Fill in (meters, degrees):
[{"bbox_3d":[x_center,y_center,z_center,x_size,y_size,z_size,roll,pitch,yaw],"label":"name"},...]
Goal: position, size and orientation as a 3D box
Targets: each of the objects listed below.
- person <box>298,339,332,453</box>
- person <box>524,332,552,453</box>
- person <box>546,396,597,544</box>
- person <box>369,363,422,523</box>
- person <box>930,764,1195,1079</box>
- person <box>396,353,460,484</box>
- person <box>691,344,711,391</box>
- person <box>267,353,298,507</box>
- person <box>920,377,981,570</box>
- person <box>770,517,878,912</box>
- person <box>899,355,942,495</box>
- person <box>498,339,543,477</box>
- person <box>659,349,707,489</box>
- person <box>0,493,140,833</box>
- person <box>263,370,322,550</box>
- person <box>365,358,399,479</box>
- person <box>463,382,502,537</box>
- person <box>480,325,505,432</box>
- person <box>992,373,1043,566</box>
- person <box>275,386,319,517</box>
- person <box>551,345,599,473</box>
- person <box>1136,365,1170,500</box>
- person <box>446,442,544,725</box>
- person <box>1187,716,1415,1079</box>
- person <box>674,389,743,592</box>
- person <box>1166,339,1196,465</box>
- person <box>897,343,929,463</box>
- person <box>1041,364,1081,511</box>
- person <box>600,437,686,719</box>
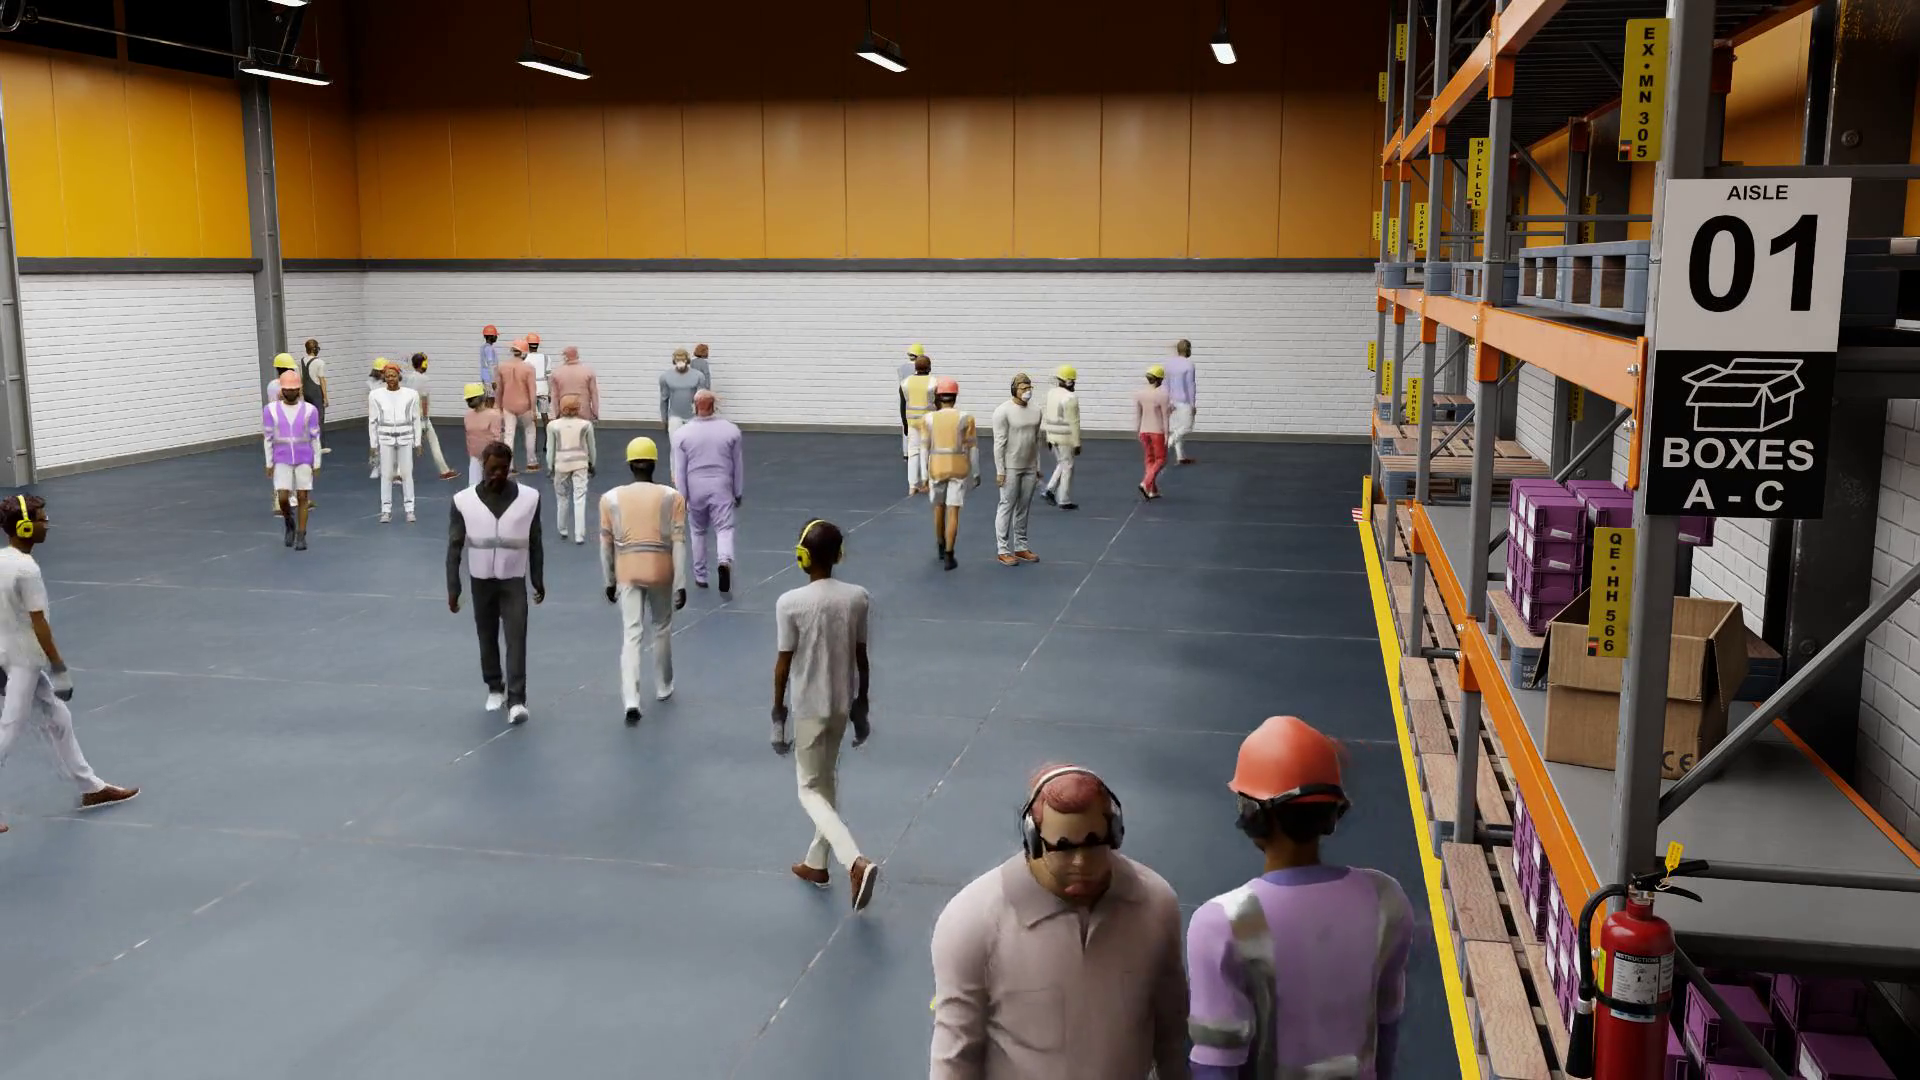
[{"bbox_3d":[-10.360,-2.296,26.677,0.501,1.839,0.341,4,10,25],"label":"person"},{"bbox_3d":[-6.839,-2.366,26.774,0.542,1.939,0.366,-6,11,-34],"label":"person"},{"bbox_3d":[-4.255,-0.777,18.229,0.546,1.592,0.846,-2,10,-15],"label":"person"},{"bbox_3d":[-6.640,-1.143,19.571,0.584,1.882,0.337,-3,10,-18],"label":"person"},{"bbox_3d":[0.259,1.431,4.076,0.722,1.883,0.519,-4,10,-24],"label":"person"},{"bbox_3d":[-7.508,-1.699,23.172,0.550,1.804,0.989,6,11,32],"label":"person"},{"bbox_3d":[-4.582,-2.657,29.489,0.321,1.620,0.553,-8,12,-40],"label":"person"},{"bbox_3d":[-8.443,-1.379,20.860,0.386,1.926,0.591,0,9,0],"label":"person"},{"bbox_3d":[-0.088,-0.688,16.815,0.570,1.892,0.957,2,10,12],"label":"person"},{"bbox_3d":[-0.619,0.820,7.861,0.507,1.853,0.786,-7,12,-36],"label":"person"},{"bbox_3d":[-0.471,-1.504,21.865,0.630,1.846,0.429,4,10,22],"label":"person"},{"bbox_3d":[-6.327,-1.913,23.985,0.679,1.949,0.905,2,10,15],"label":"person"},{"bbox_3d":[-3.680,-1.591,22.223,0.639,1.900,0.943,-2,10,-12],"label":"person"},{"bbox_3d":[-5.029,0.657,8.949,0.552,1.823,0.992,9,13,43],"label":"person"},{"bbox_3d":[-7.056,-0.837,17.603,0.577,1.924,0.399,-4,10,-21],"label":"person"},{"bbox_3d":[-8.183,-1.713,23.546,0.484,1.708,0.710,-1,9,-7],"label":"person"},{"bbox_3d":[-5.328,-0.934,18.806,0.525,1.723,0.883,3,10,17],"label":"person"},{"bbox_3d":[-8.470,-2.911,30.058,0.365,1.939,0.542,-5,11,-27],"label":"person"},{"bbox_3d":[0.597,-0.721,16.864,0.628,1.939,0.375,-8,13,-41],"label":"person"},{"bbox_3d":[-8.020,-1.091,20.133,0.513,1.588,0.810,6,11,31],"label":"person"},{"bbox_3d":[-5.515,-1.859,23.911,0.649,1.880,0.418,-1,9,-4],"label":"person"},{"bbox_3d":[2.468,-1.375,21.376,0.533,1.753,0.626,9,13,43],"label":"person"},{"bbox_3d":[-3.070,0.287,11.017,0.628,1.855,1.012,-3,10,-17],"label":"person"},{"bbox_3d":[0.786,1.403,3.965,0.617,1.982,1.069,-3,10,-19],"label":"person"},{"bbox_3d":[-2.317,-0.451,15.392,0.641,1.887,0.767,-2,10,-10],"label":"person"},{"bbox_3d":[3.263,-2.051,24.919,0.662,1.925,0.637,-4,10,-25],"label":"person"},{"bbox_3d":[-0.680,-2.101,25.499,0.600,1.829,0.404,6,11,33],"label":"person"},{"bbox_3d":[1.288,-1.251,20.419,0.422,1.813,0.613,-5,11,-30],"label":"person"},{"bbox_3d":[-2.146,0.247,11.262,0.586,1.875,0.970,-1,9,-5],"label":"person"}]
